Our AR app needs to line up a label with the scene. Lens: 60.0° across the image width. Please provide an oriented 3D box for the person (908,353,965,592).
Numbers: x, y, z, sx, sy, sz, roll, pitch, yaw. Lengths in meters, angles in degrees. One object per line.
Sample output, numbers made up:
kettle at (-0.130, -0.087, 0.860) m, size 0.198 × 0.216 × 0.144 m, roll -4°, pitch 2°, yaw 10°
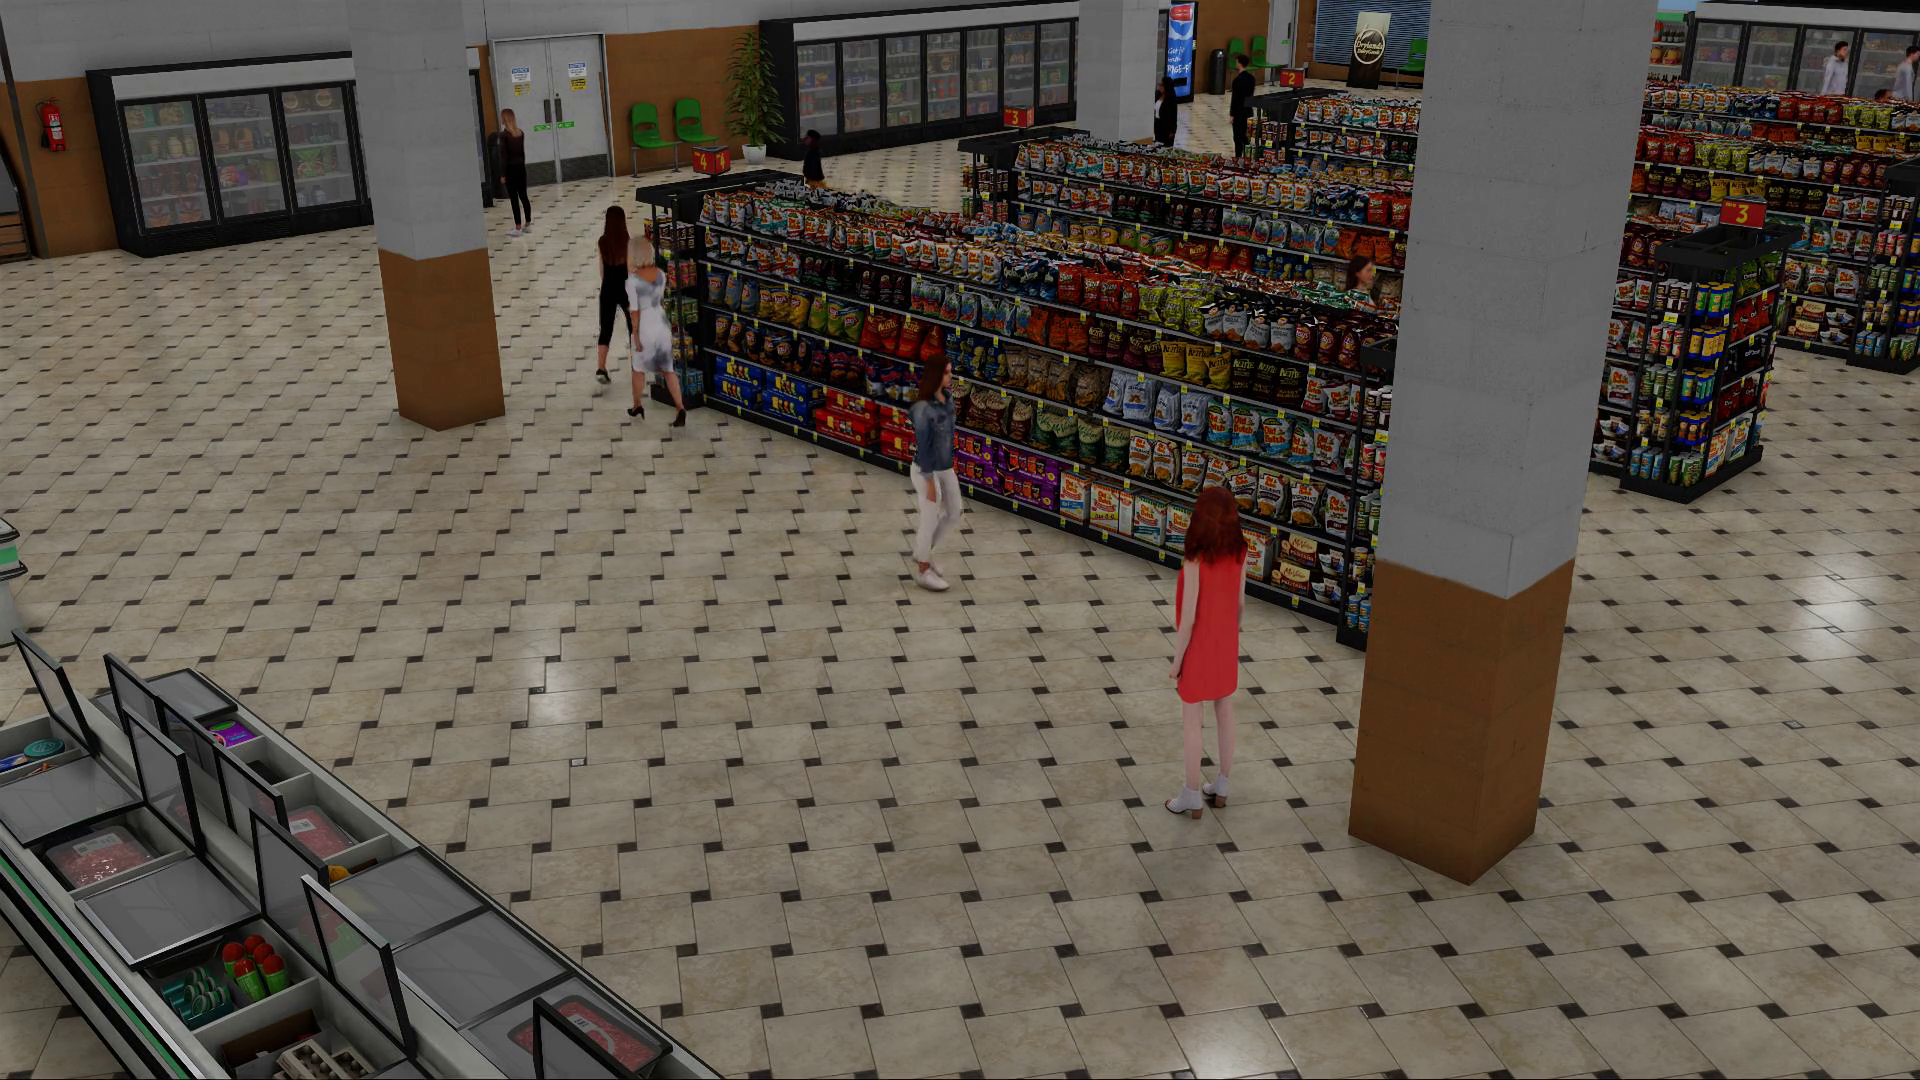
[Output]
person at (-0.260, -0.471, 11.427) m, size 0.704 × 1.688 × 0.702 m, roll 12°, pitch 25°, yaw 28°

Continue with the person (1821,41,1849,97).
person at (15.380, -7.854, 29.532) m, size 0.826 × 1.888 × 1.284 m, roll -15°, pitch 26°, yaw -33°

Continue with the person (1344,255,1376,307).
person at (3.364, -1.607, 14.254) m, size 0.646 × 1.688 × 0.672 m, roll 9°, pitch 24°, yaw 22°

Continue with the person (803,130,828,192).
person at (-2.004, -5.218, 23.843) m, size 0.882 × 1.239 × 0.904 m, roll -4°, pitch 22°, yaw -9°

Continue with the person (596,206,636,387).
person at (-3.348, -2.318, 16.016) m, size 1.115 × 1.693 × 1.070 m, roll 3°, pitch 22°, yaw 7°

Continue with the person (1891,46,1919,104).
person at (16.568, -7.810, 29.517) m, size 1.144 × 1.817 × 0.942 m, roll 7°, pitch 23°, yaw 17°

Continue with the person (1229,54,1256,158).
person at (4.693, -7.098, 27.656) m, size 0.583 × 1.884 × 0.677 m, roll 20°, pitch 29°, yaw 40°

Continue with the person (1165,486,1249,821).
person at (1.289, 0.585, 8.612) m, size 0.638 × 1.828 × 0.563 m, roll -14°, pitch 26°, yaw -31°

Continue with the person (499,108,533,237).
person at (-6.097, -5.042, 22.780) m, size 0.608 × 1.704 × 0.662 m, roll 11°, pitch 24°, yaw 25°

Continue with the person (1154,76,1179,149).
person at (3.342, -6.719, 27.072) m, size 0.731 × 1.617 × 0.599 m, roll -16°, pitch 27°, yaw -34°

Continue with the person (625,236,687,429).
person at (-2.669, -1.797, 14.694) m, size 0.642 × 1.711 × 1.089 m, roll -18°, pitch 28°, yaw -37°
